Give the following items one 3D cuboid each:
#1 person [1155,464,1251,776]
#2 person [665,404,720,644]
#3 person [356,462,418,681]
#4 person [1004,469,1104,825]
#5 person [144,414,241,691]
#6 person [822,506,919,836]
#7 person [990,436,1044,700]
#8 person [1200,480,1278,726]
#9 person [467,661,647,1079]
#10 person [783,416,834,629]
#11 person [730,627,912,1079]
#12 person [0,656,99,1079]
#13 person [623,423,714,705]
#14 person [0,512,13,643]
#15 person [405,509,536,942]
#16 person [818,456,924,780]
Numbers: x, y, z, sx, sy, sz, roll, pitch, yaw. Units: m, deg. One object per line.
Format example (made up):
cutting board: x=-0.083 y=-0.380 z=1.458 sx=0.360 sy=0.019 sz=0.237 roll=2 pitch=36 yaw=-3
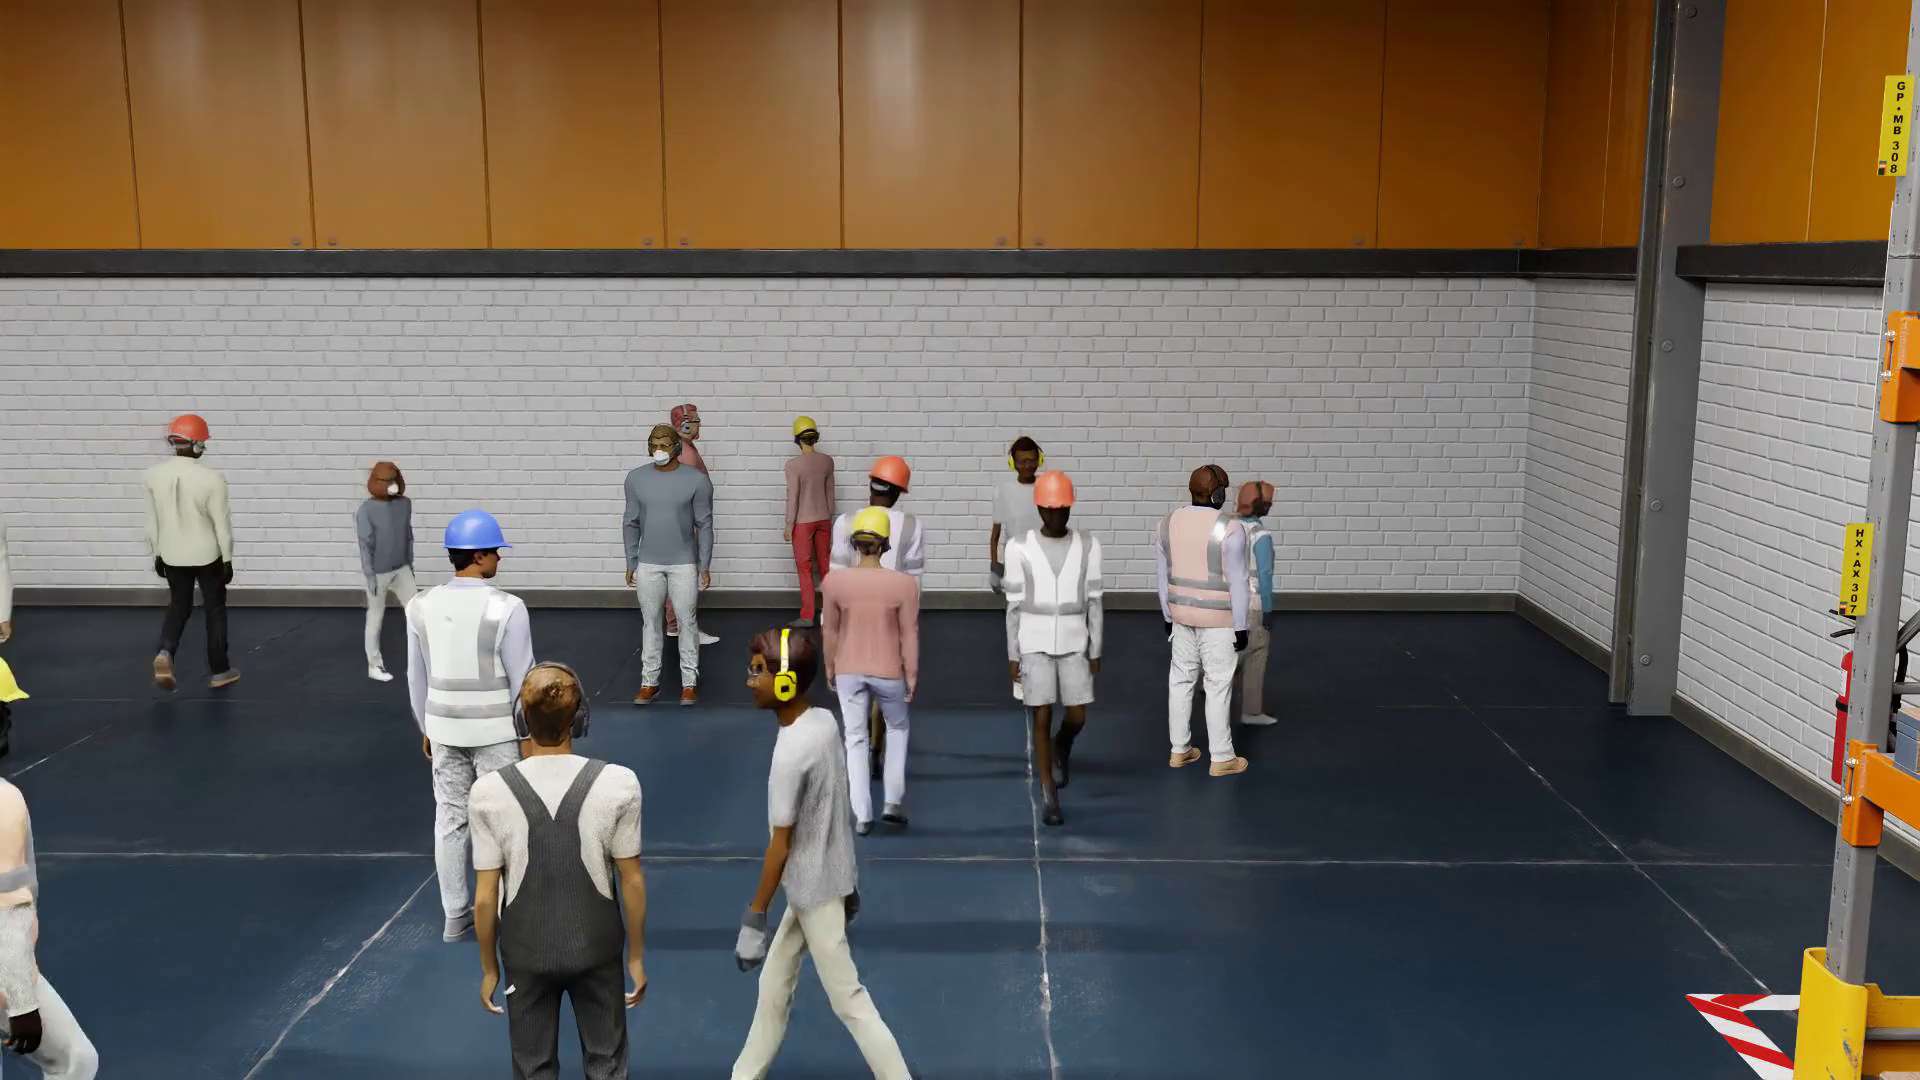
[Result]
person: x=1.459 y=0.470 z=9.857 sx=0.622 sy=1.844 sz=0.429 roll=9 pitch=13 yaw=42
person: x=-2.168 y=-0.129 z=13.242 sx=0.403 sy=1.911 sz=0.637 roll=-5 pitch=11 yaw=-28
person: x=-4.016 y=0.246 z=11.883 sx=0.773 sy=1.598 sz=0.533 roll=6 pitch=11 yaw=31
person: x=0.506 y=0.555 z=9.090 sx=0.543 sy=1.922 sz=0.602 roll=-1 pitch=10 yaw=-5
person: x=-5.406 y=0.101 z=11.670 sx=0.635 sy=1.973 sz=0.694 roll=1 pitch=9 yaw=3
person: x=-0.471 y=0.696 z=8.783 sx=0.525 sy=1.754 sz=0.377 roll=1 pitch=10 yaw=4
person: x=0.469 y=0.172 z=11.676 sx=0.546 sy=1.844 sz=0.536 roll=-2 pitch=10 yaw=-12
person: x=1.855 y=0.419 z=10.801 sx=0.423 sy=1.621 sz=0.531 roll=-3 pitch=10 yaw=-16
person: x=-1.204 y=1.273 z=5.032 sx=0.505 sy=1.846 sz=0.347 roll=-2 pitch=10 yaw=-11
person: x=-1.258 y=-0.147 z=13.781 sx=0.321 sy=1.765 sz=0.533 roll=8 pitch=13 yaw=41
person: x=-0.533 y=1.191 z=5.588 sx=0.963 sy=1.827 sz=0.550 roll=1 pitch=9 yaw=3
person: x=-2.873 y=1.252 z=4.969 sx=0.608 sy=1.906 sz=0.513 roll=5 pitch=11 yaw=29
person: x=-1.993 y=0.168 z=11.369 sx=0.627 sy=1.941 sz=0.371 roll=1 pitch=10 yaw=4
person: x=-5.921 y=0.438 z=9.783 sx=0.653 sy=1.925 sz=0.469 roll=-4 pitch=10 yaw=-24
person: x=-2.137 y=0.834 z=7.362 sx=0.605 sy=1.944 sz=0.401 roll=3 pitch=10 yaw=17
person: x=-0.526 y=0.434 z=9.974 sx=0.619 sy=1.873 sz=0.901 roll=0 pitch=9 yaw=-1
